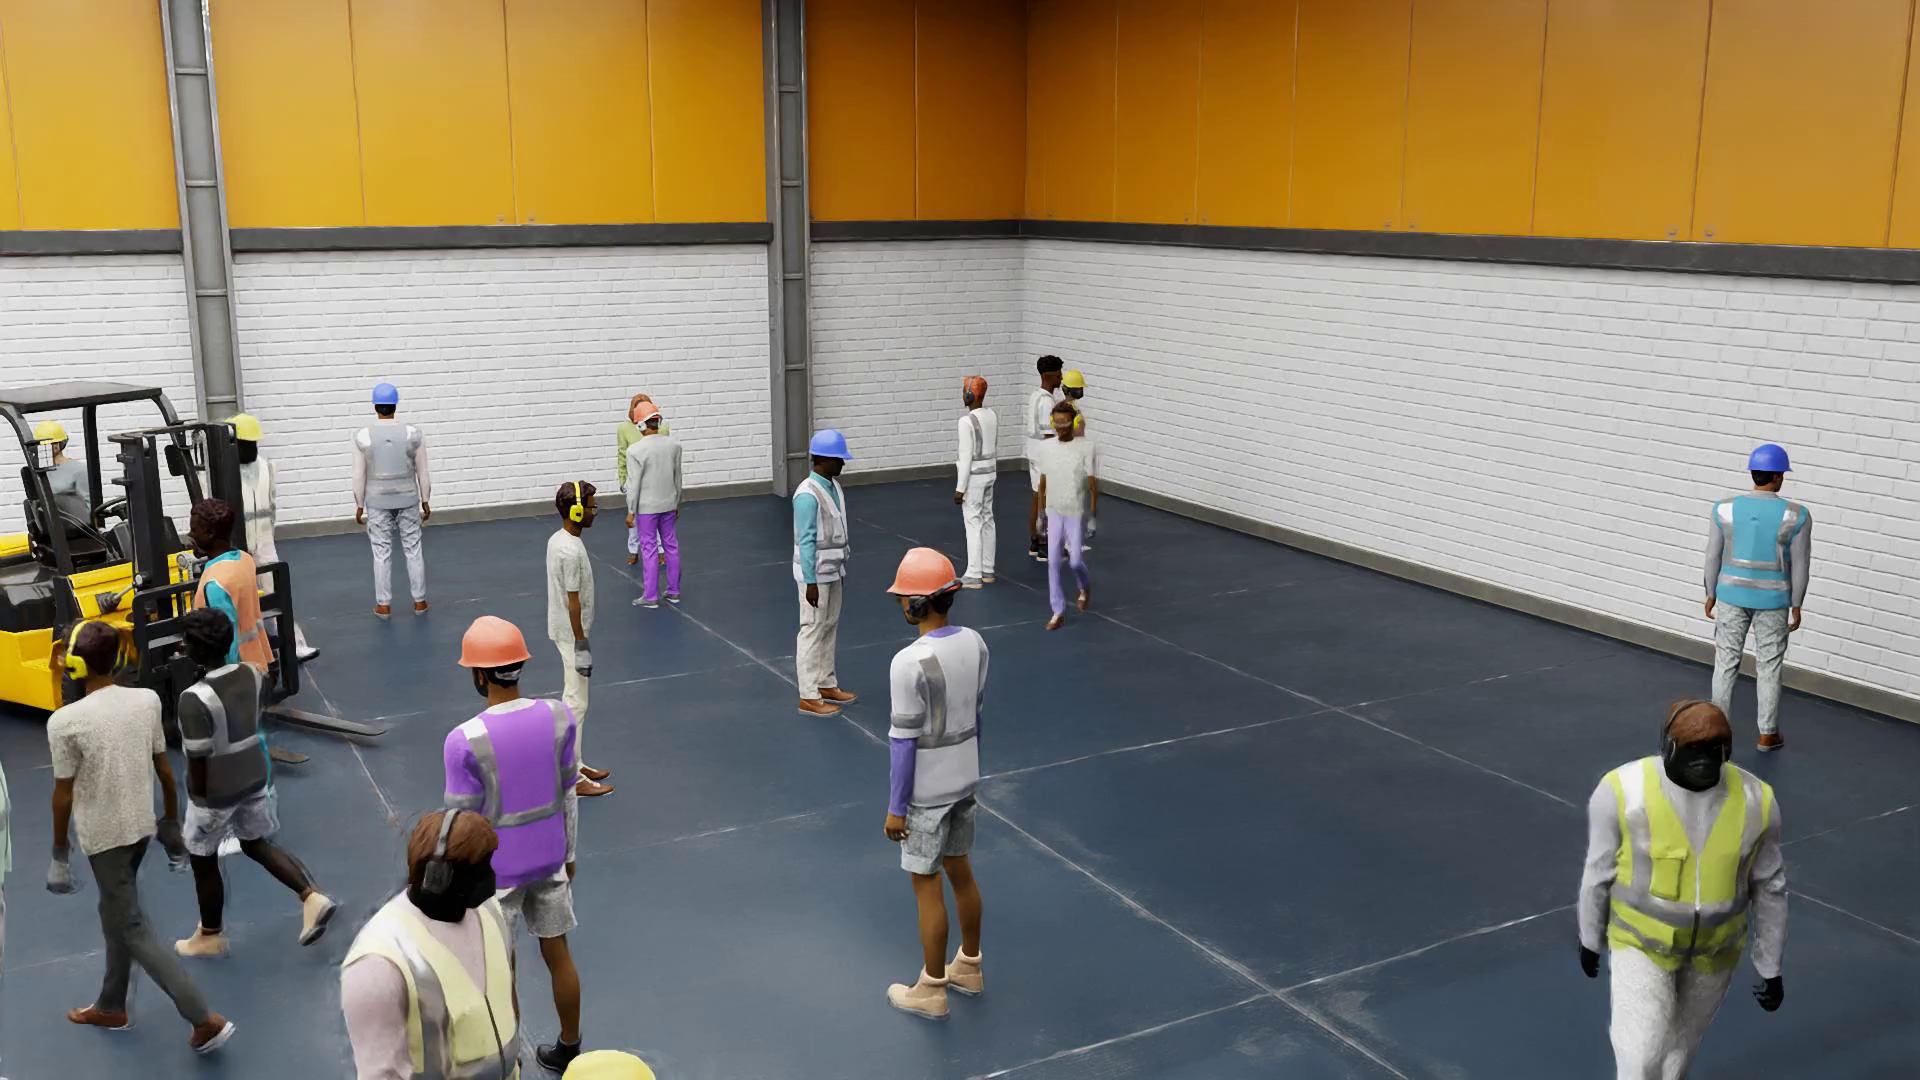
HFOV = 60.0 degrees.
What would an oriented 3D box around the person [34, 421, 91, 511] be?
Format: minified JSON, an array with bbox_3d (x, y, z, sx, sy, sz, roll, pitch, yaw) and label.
[{"bbox_3d":[-6.952,-0.057,12.901,0.517,1.757,0.337,1,12,5],"label":"person"}]

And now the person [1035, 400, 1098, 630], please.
[{"bbox_3d":[0.875,-0.220,13.460,0.531,1.848,0.623,5,13,22],"label":"person"}]

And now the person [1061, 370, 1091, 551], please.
[{"bbox_3d":[1.085,-0.775,16.243,0.313,1.768,0.528,-5,13,-23],"label":"person"}]

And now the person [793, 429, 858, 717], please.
[{"bbox_3d":[-0.913,0.217,11.192,0.417,1.939,0.605,4,13,16],"label":"person"}]

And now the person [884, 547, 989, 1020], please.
[{"bbox_3d":[-0.124,1.035,7.147,0.421,2.036,0.601,7,14,31],"label":"person"}]

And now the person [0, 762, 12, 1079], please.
[{"bbox_3d":[-3.676,1.301,6.158,0.373,1.914,0.597,-5,13,-24],"label":"person"}]

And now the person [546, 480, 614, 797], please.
[{"bbox_3d":[-2.227,0.577,9.696,0.334,1.860,0.509,-4,13,-19],"label":"person"}]

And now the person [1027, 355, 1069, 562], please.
[{"bbox_3d":[0.825,-0.781,15.797,0.366,1.965,0.607,-2,12,-10],"label":"person"}]

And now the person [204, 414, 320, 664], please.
[{"bbox_3d":[-5.204,0.018,12.261,0.982,1.878,0.597,9,15,35],"label":"person"}]

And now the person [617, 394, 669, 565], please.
[{"bbox_3d":[-2.959,-0.568,15.612,0.497,1.626,0.286,0,12,-2],"label":"person"}]

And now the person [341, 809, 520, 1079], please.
[{"bbox_3d":[-1.558,1.645,4.802,0.769,1.818,0.639,5,13,21],"label":"person"}]

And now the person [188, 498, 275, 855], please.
[{"bbox_3d":[-3.877,0.719,8.879,0.393,1.919,0.589,-3,12,-13],"label":"person"}]

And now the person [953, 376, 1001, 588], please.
[{"bbox_3d":[0.137,-0.511,14.734,0.356,1.882,0.574,7,14,30],"label":"person"}]

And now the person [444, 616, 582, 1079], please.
[{"bbox_3d":[-1.736,1.237,6.442,0.548,1.929,0.386,-11,16,-42],"label":"person"}]

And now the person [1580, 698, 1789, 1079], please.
[{"bbox_3d":[2.496,1.446,5.707,0.651,1.809,0.824,1,12,7],"label":"person"}]

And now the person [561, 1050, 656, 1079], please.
[{"bbox_3d":[-0.645,1.916,3.650,0.487,1.751,0.533,-2,12,-10],"label":"person"}]

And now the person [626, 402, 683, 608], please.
[{"bbox_3d":[-2.598,-0.302,14.074,0.335,1.743,0.561,11,16,41],"label":"person"}]

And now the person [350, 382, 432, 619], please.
[{"bbox_3d":[-4.670,-0.322,13.687,0.616,1.946,0.392,-5,13,-24],"label":"person"}]

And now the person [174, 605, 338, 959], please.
[{"bbox_3d":[-3.274,1.118,7.567,0.707,1.674,0.536,3,12,14],"label":"person"}]

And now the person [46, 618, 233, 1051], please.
[{"bbox_3d":[-3.383,1.221,6.767,0.878,1.835,0.514,4,13,17],"label":"person"}]

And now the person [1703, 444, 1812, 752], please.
[{"bbox_3d":[5.008,0.362,10.492,0.605,1.944,0.402,8,15,35],"label":"person"}]

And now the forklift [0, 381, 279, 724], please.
[{"bbox_3d":[-5.853,0.085,11.199,2.313,2.155,1.214,7,14,28],"label":"forklift"}]
